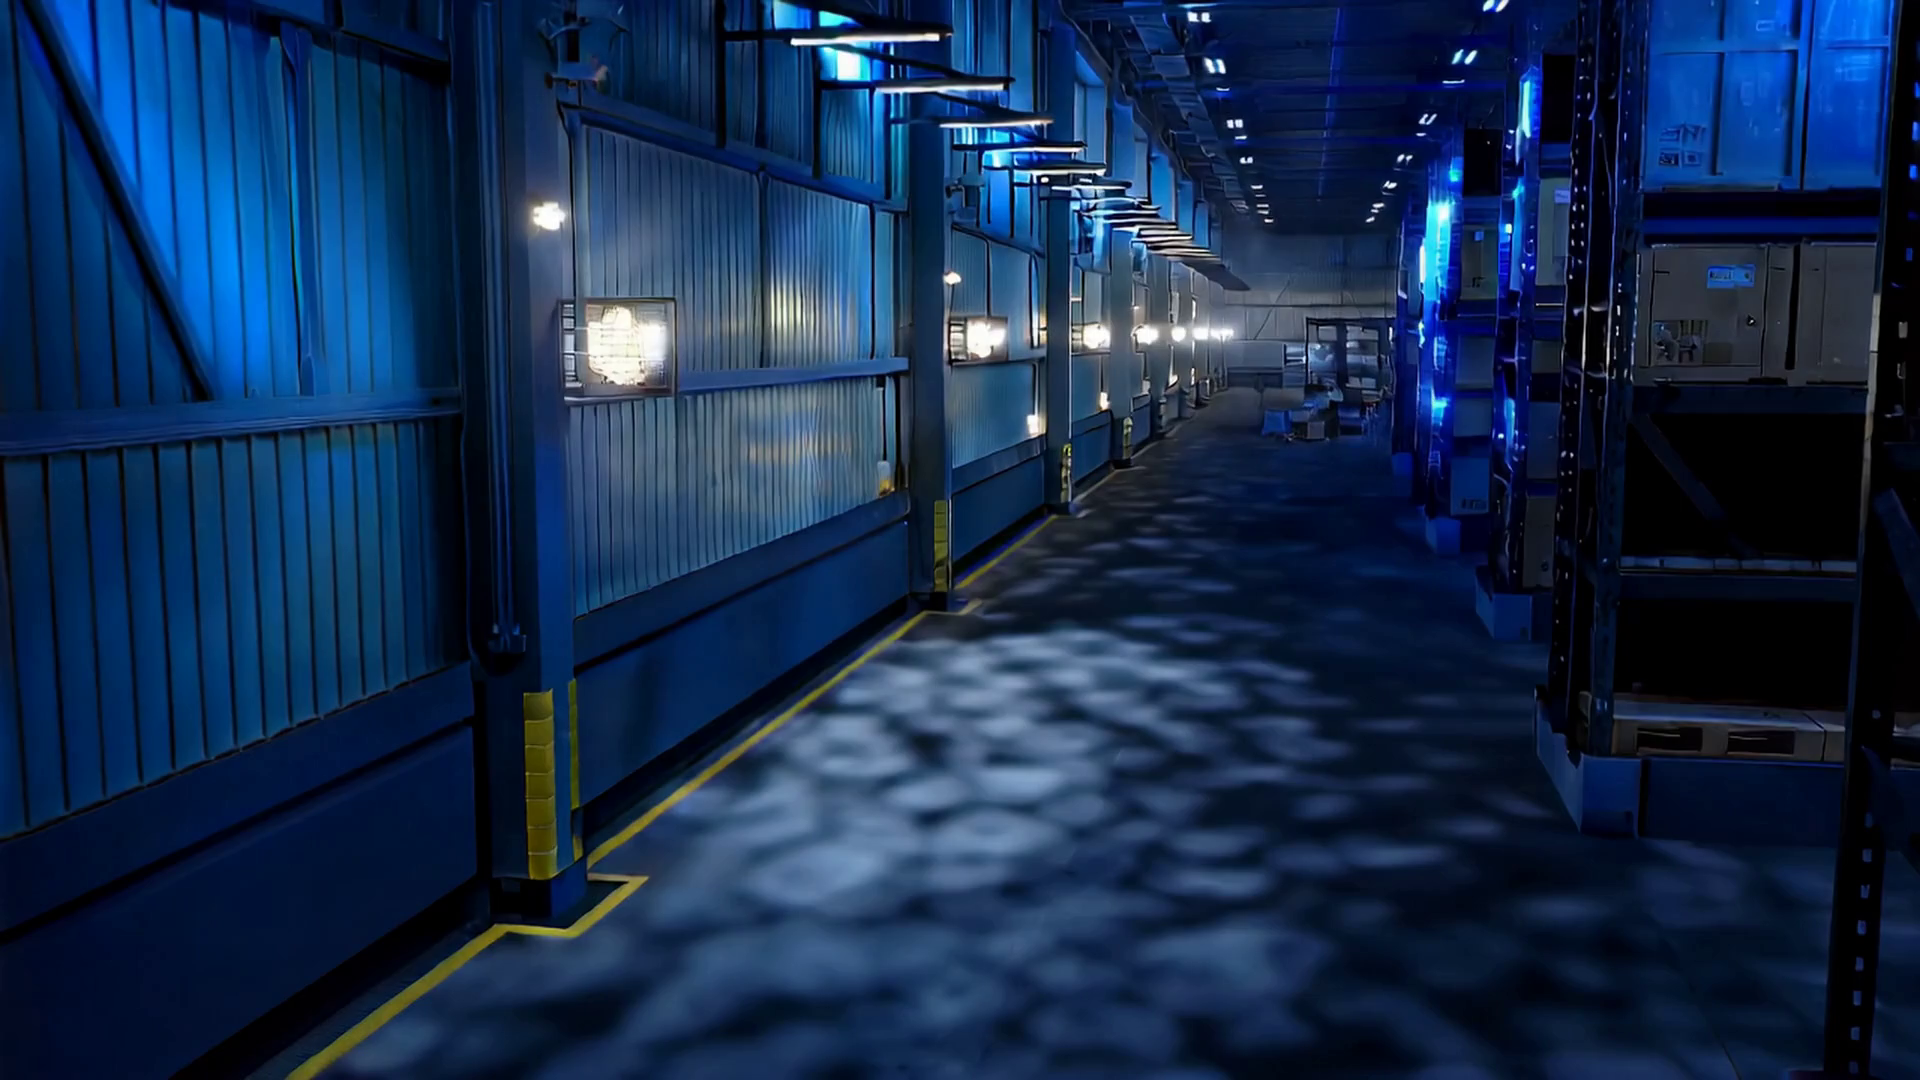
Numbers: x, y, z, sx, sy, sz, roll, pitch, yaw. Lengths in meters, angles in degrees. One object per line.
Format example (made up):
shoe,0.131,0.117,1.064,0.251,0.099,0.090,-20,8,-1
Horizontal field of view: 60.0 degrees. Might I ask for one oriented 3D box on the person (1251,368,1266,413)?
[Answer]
person,11.538,-5.775,64.269,0.586,1.699,0.884,2,7,16
